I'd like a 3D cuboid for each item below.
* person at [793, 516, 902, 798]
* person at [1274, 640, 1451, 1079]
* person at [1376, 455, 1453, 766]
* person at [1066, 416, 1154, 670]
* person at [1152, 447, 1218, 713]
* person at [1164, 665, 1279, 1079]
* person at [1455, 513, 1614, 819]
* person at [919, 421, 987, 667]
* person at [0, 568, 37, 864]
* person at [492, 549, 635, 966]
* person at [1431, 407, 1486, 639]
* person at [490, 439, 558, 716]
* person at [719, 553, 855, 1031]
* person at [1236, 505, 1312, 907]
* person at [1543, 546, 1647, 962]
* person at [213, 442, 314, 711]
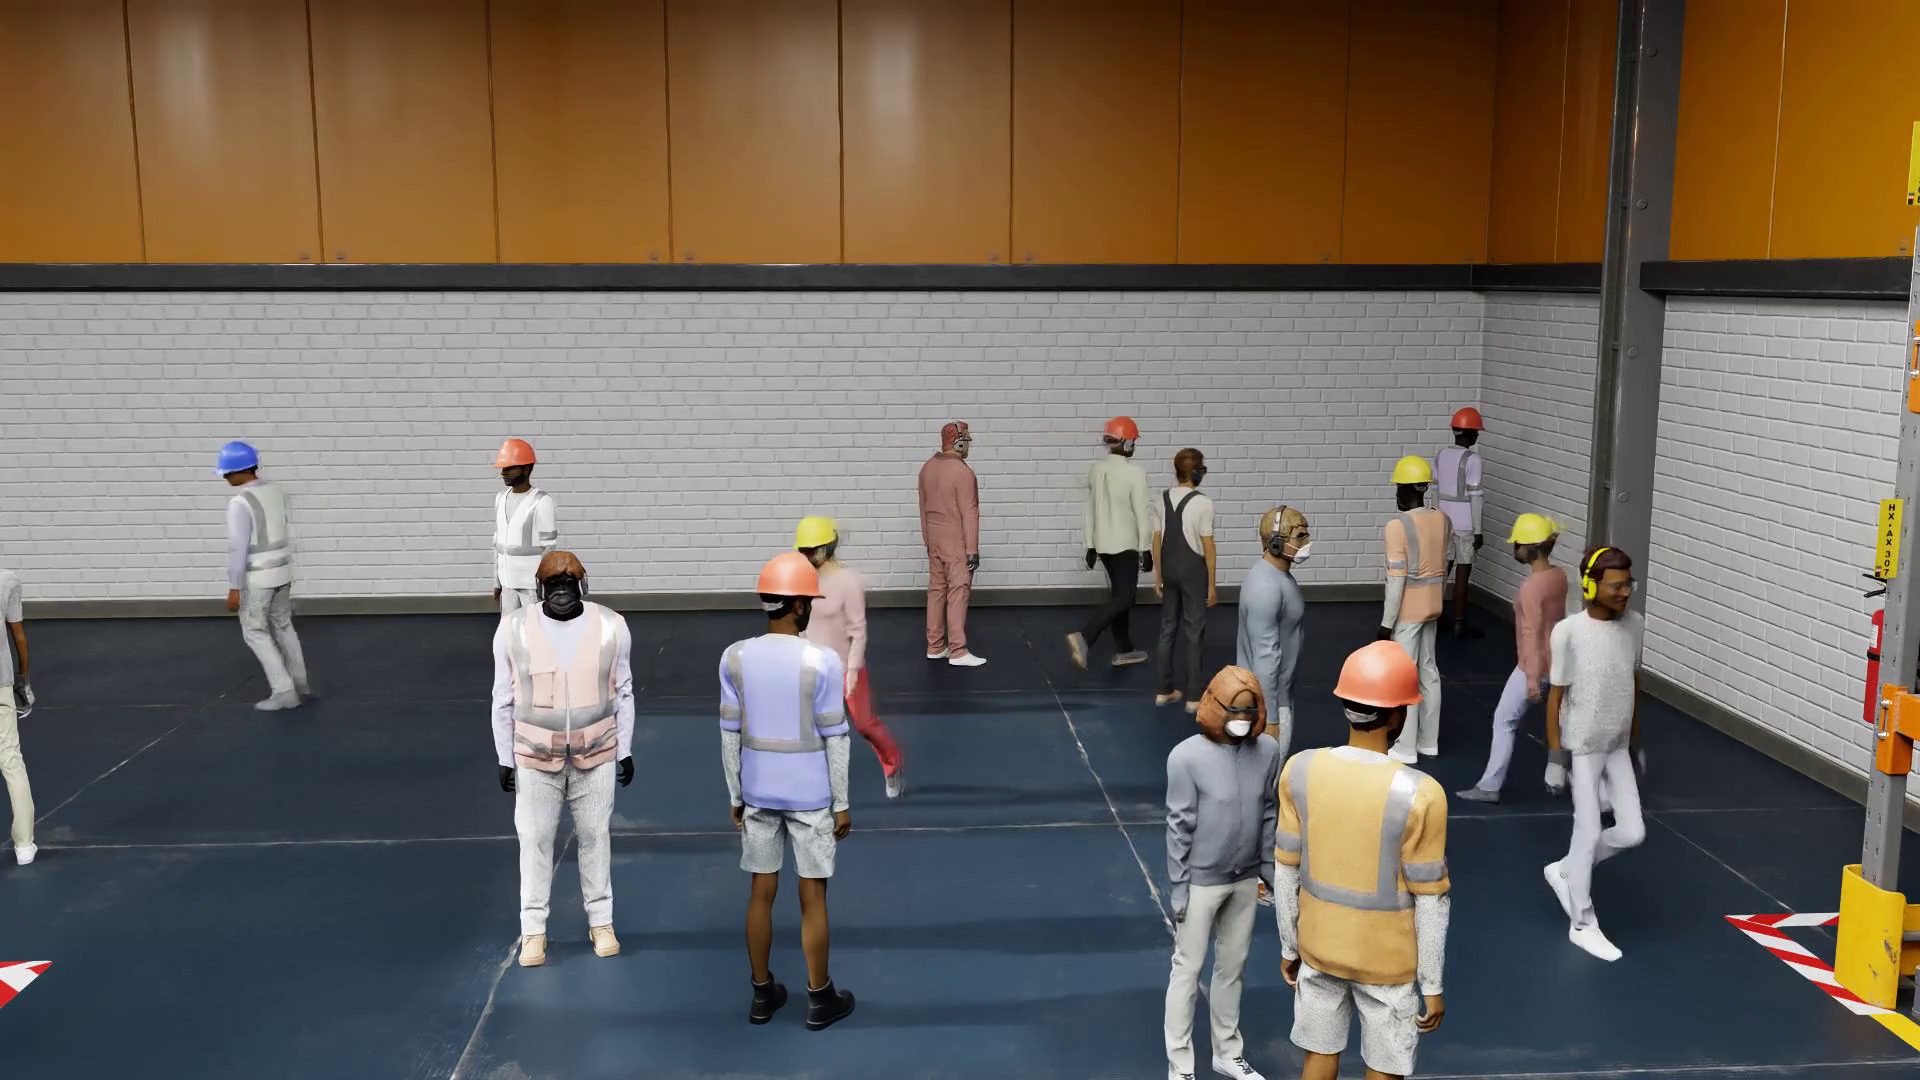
[{"bbox_3d":[-0.652,0.681,9.453,0.542,1.722,0.785,6,11,32],"label":"person"},{"bbox_3d":[1.243,1.262,5.119,0.552,1.935,0.374,7,12,39],"label":"person"},{"bbox_3d":[2.794,0.436,10.335,0.594,1.924,0.382,-7,12,-39],"label":"person"},{"bbox_3d":[1.148,0.037,12.721,0.816,1.966,0.625,-6,11,-33],"label":"person"},{"bbox_3d":[1.575,0.275,11.603,0.511,1.844,0.325,8,12,43],"label":"person"},{"bbox_3d":[0.969,1.254,6.114,0.499,1.633,0.289,-5,10,-28],"label":"person"},{"bbox_3d":[3.280,0.709,9.303,0.513,1.721,0.900,-8,12,-41],"label":"person"},{"bbox_3d":[-0.041,0.027,12.966,0.402,1.906,0.652,-6,11,-35],"label":"person"},{"bbox_3d":[-5.000,0.766,8.448,0.519,1.871,0.328,-8,12,-42],"label":"person"},{"bbox_3d":[-1.744,0.951,7.365,0.620,1.845,0.430,-3,9,-18],"label":"person"},{"bbox_3d":[4.202,-0.144,13.947,0.364,1.934,0.552,-4,10,-24],"label":"person"},{"bbox_3d":[-2.977,0.276,11.306,0.544,1.939,0.355,6,11,31],"label":"person"},{"bbox_3d":[-0.687,1.011,6.712,0.542,1.931,0.375,3,10,18],"label":"person"},{"bbox_3d":[1.509,0.787,8.091,0.355,1.938,0.634,2,9,14],"label":"person"},{"bbox_3d":[2.840,0.929,7.455,0.557,1.856,0.459,-4,10,-21],"label":"person"},{"bbox_3d":[-4.855,0.248,11.607,0.440,1.900,0.754,1,9,8],"label":"person"}]
